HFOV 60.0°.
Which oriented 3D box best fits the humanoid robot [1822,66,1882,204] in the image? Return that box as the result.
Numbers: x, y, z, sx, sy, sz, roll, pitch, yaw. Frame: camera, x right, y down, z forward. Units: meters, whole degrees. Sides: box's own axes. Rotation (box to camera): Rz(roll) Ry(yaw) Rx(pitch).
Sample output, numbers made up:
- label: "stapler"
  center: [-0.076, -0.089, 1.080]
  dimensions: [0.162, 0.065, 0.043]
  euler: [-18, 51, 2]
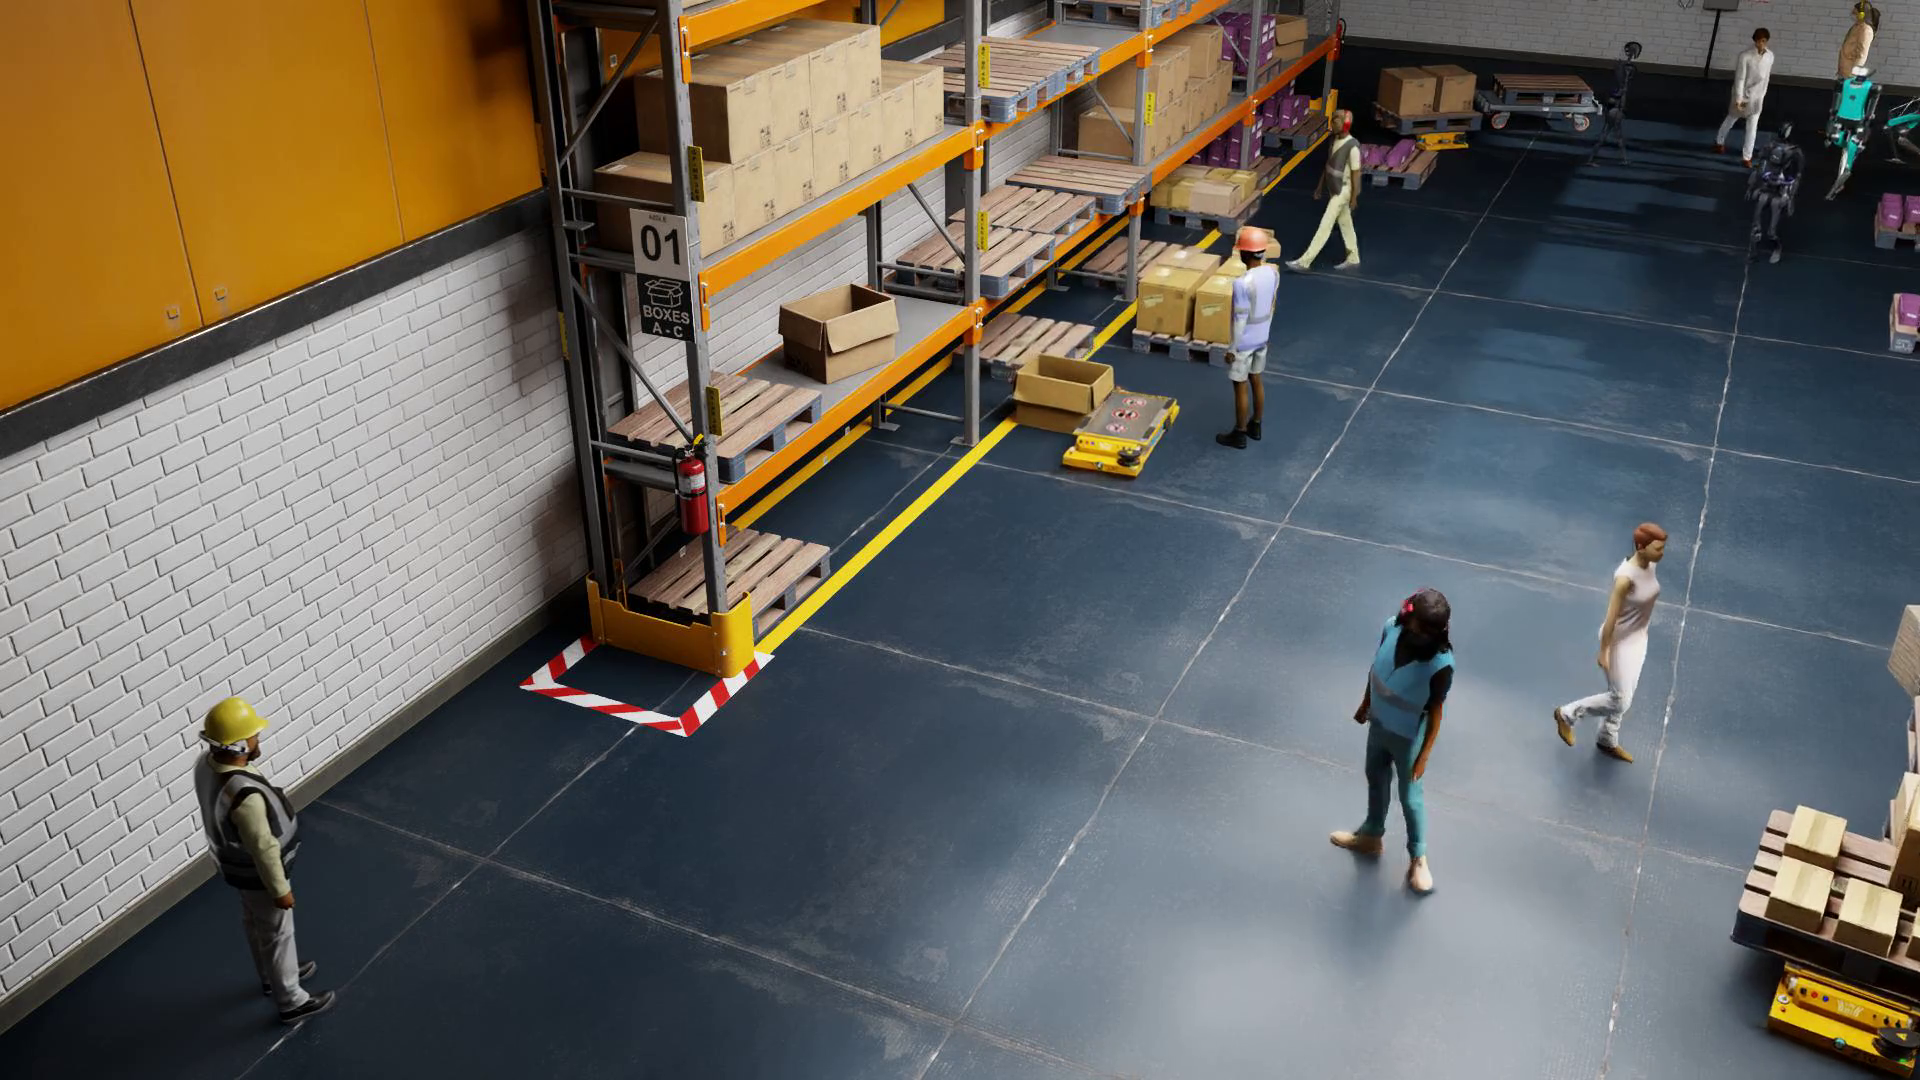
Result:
- label: "humanoid robot"
  center: [10.969, -4.986, 20.450]
  dimensions: [0.538, 1.739, 1.027]
  euler: [25, 37, 38]

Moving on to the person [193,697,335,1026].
- label: "person"
  center: [-3.443, 1.574, 8.177]
  dimensions: [0.403, 1.825, 0.589]
  euler: [-23, 36, -35]

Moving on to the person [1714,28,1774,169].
- label: "person"
  center: [10.473, -5.937, 22.153]
  dimensions: [0.494, 1.788, 0.988]
  euler: [1, 28, 2]

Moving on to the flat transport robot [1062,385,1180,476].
- label: "flat transport robot"
  center: [1.425, -0.966, 14.519]
  dimensions: [0.659, 0.231, 1.431]
  euler: [10, 30, 19]

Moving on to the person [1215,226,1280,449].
- label: "person"
  center: [2.433, -1.721, 14.166]
  dimensions: [0.376, 1.932, 0.550]
  euler: [25, 37, 38]

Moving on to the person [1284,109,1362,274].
- label: "person"
  center: [4.035, -3.792, 18.142]
  dimensions: [0.960, 1.791, 0.581]
  euler: [-4, 29, -8]

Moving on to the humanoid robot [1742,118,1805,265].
- label: "humanoid robot"
  center: [9.005, -3.853, 18.389]
  dimensions: [0.386, 1.641, 0.610]
  euler: [-20, 34, -32]

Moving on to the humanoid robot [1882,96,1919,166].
- label: "humanoid robot"
  center: [12.508, -5.696, 21.730]
  dimensions: [0.904, 1.753, 0.546]
  euler: [14, 31, 24]

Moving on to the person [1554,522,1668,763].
- label: "person"
  center: [4.030, 0.619, 10.129]
  dimensions: [0.420, 1.649, 0.446]
  euler: [25, 37, 38]

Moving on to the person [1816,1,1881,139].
- label: "person"
  center: [12.415, -6.541, 23.169]
  dimensions: [0.404, 1.876, 0.553]
  euler: [4, 29, 8]

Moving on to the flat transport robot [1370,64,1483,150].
- label: "flat transport robot"
  center: [6.520, -5.754, 23.397]
  dimensions: [0.659, 0.231, 1.431]
  euler: [-6, 29, -11]

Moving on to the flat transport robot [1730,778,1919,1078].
- label: "flat transport robot"
  center: [4.712, 2.176, 8.693]
  dimensions: [0.659, 0.231, 1.431]
  euler: [17, 33, 29]

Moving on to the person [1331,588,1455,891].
- label: "person"
  center: [2.443, 1.049, 9.126]
  dimensions: [0.375, 1.848, 0.676]
  euler: [-14, 31, -24]

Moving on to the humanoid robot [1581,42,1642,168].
- label: "humanoid robot"
  center: [8.686, -5.710, 21.857]
  dimensions: [0.739, 1.617, 0.593]
  euler: [6, 29, 11]
